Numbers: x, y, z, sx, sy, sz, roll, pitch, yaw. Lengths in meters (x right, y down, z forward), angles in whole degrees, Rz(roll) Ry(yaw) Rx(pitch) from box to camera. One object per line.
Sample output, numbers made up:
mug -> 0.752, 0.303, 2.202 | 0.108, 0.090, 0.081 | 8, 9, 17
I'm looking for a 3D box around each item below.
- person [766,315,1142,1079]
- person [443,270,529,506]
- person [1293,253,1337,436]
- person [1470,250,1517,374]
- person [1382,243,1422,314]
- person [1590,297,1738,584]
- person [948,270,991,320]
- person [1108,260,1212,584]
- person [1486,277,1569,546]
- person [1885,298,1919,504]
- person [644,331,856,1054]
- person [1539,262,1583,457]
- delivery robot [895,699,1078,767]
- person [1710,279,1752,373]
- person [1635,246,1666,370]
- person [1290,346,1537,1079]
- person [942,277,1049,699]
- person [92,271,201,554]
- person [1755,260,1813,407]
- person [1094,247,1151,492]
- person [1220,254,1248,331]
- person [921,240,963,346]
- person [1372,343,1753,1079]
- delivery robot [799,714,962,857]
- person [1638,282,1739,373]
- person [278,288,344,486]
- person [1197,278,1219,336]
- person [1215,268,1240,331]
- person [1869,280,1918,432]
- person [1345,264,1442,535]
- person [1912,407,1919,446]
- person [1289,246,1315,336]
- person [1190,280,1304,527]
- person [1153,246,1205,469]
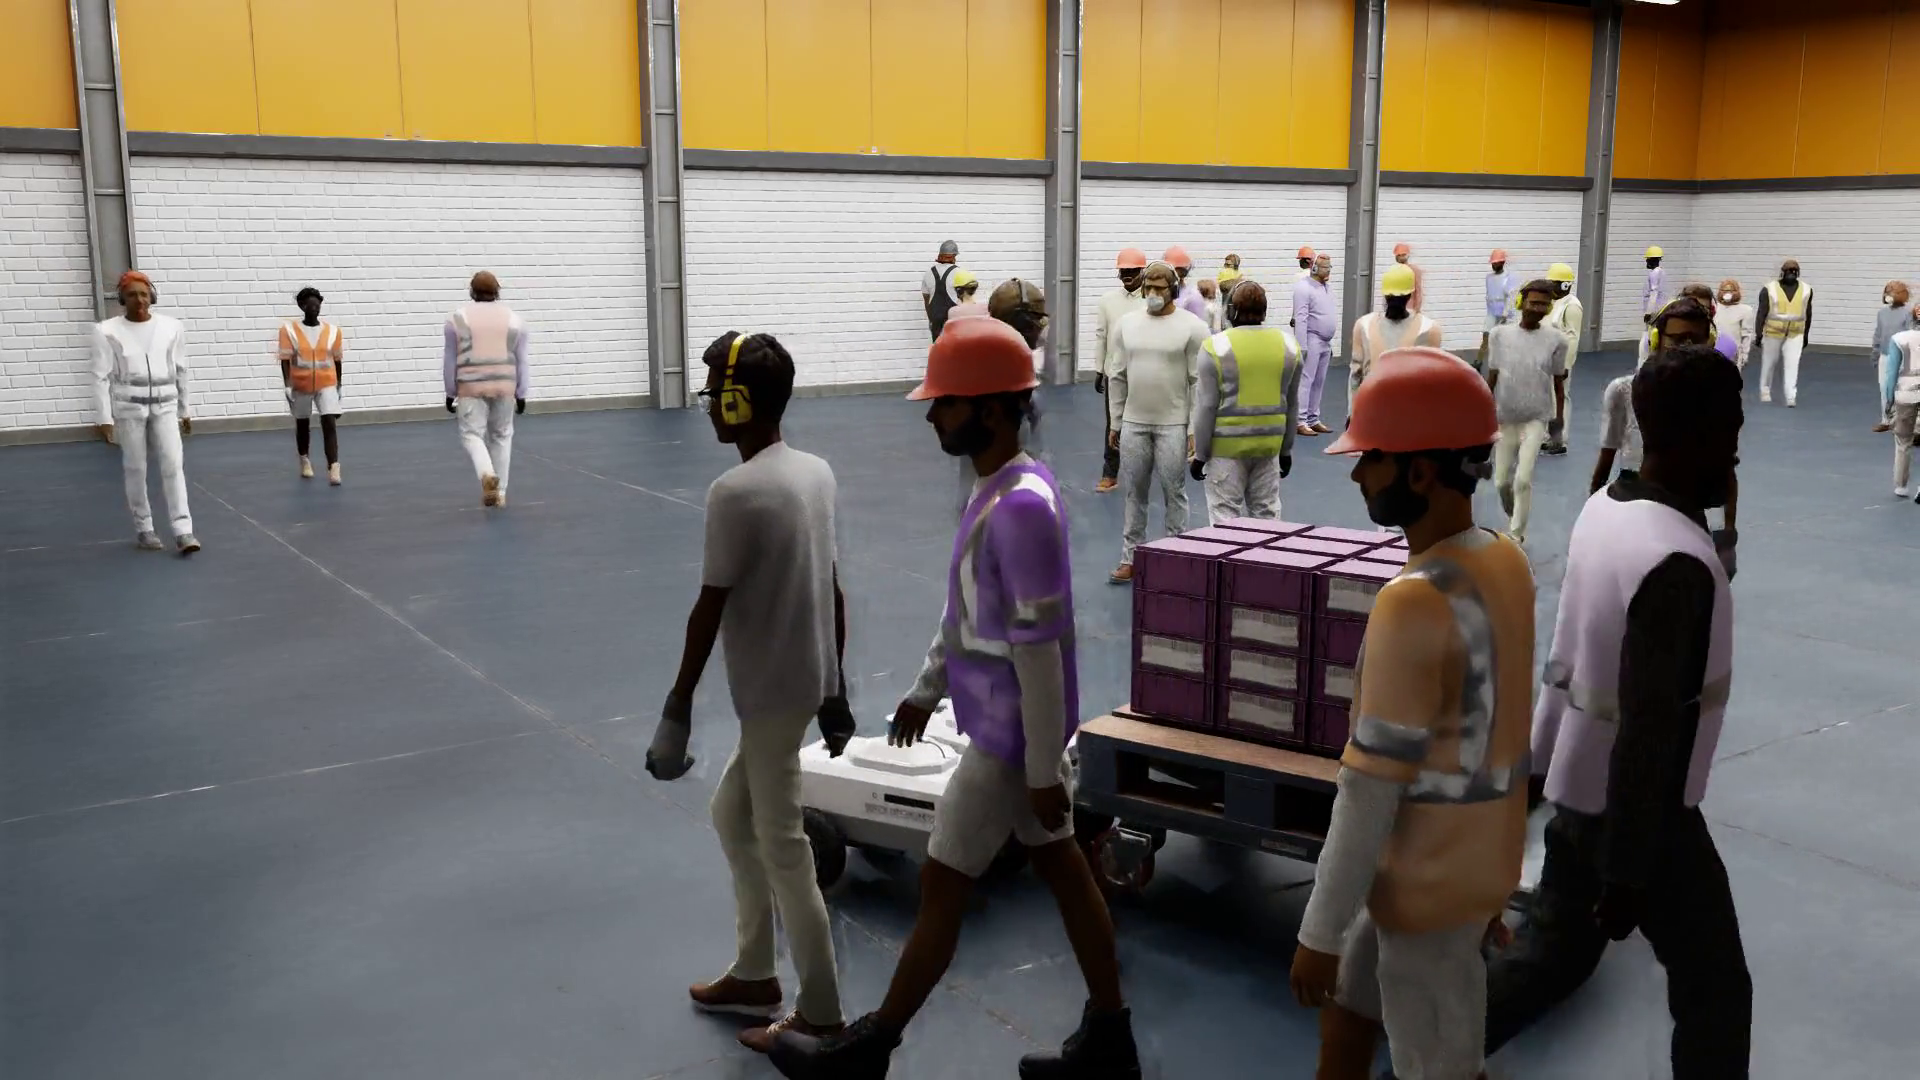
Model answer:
person -> 0.001, 0.424, 3.951 | 0.981, 1.886, 0.561 | 1, 10, 3
person -> -3.576, -1.125, 12.628 | 0.631, 1.830, 0.662 | -5, 12, -27
person -> 3.755, -2.054, 17.507 | 0.405, 1.904, 0.652 | 8, 13, 39
person -> 8.113, -3.429, 25.118 | 1.029, 1.871, 0.559 | -8, 13, -39
person -> 6.853, -3.622, 25.881 | 0.437, 1.978, 0.657 | -9, 14, -40
person -> 2.700, 0.006, 6.391 | 0.566, 1.839, 0.715 | 2, 10, 9
person -> 0.071, -1.691, 15.902 | 0.523, 1.768, 0.325 | -9, 14, -41
person -> 1.167, -0.679, 9.877 | 0.631, 1.939, 0.372 | 5, 12, 27
person -> 3.605, -0.765, 10.668 | 0.523, 1.827, 0.809 | 5, 11, 25
person -> 7.528, -1.094, 13.023 | 0.519, 1.609, 0.764 | 5, 12, 26
person -> -0.563, 0.409, 4.185 | 0.674, 1.848, 0.521 | 3, 11, 16
person -> 5.652, -1.712, 15.821 | 0.404, 1.836, 0.590 | -1, 10, -6
delivery robot -> 0.105, 0.726, 5.709 | 0.707, 0.478, 0.477 | 10, 14, 43
person -> 8.295, -2.011, 18.044 | 0.511, 1.627, 0.289 | 8, 13, 38
person -> 10.770, -3.595, 25.889 | 0.369, 1.928, 0.585 | 6, 12, 31
person -> 0.821, 0.604, 3.032 | 0.918, 1.900, 0.560 | 6, 12, 30
person -> 0.197, -0.074, 6.621 | 0.441, 1.920, 0.652 | 0, 10, 3
person -> -5.280, -0.807, 10.824 | 0.602, 1.841, 0.903 | -8, 13, -38
person -> 10.208, -2.572, 20.652 | 0.646, 1.801, 0.962 | 2, 11, 13
person -> 1.377, -1.368, 13.491 | 0.611, 1.996, 0.378 | 4, 11, 21
person -> 3.843, -3.096, 23.406 | 0.332, 1.842, 0.506 | -6, 12, -31
person -> -0.131, -2.938, 21.977 | 0.684, 2.000, 0.538 | 5, 12, 27
person -> 1.329, 0.531, 3.449 | 0.914, 1.881, 0.590 | 1, 10, 4
delivery robot -> -0.182, 0.798, 5.317 | 0.707, 0.478, 0.477 | 6, 12, 28
person -> 4.455, -0.682, 10.257 | 0.567, 1.810, 0.882 | 5, 12, 26
person -> -5.503, -1.314, 14.130 | 0.528, 1.658, 0.874 | -5, 12, -26
person -> 2.802, -2.106, 18.572 | 0.608, 1.623, 0.520 | 3, 11, 18
person -> 3.212, -2.299, 19.354 | 0.533, 1.713, 0.527 | 0, 10, -1
person -> 9.851, -1.931, 17.604 | 0.365, 1.616, 0.532 | -3, 11, -15
person -> 2.865, -0.868, 10.995 | 0.627, 1.906, 0.498 | 5, 12, 27
person -> 9.871, -1.842, 16.503 | 0.987, 1.858, 0.640 | -5, 11, -24
person -> 5.017, -3.299, 24.239 | 0.547, 1.938, 0.359 | -8, 13, -37
person -> 1.539, -0.485, 9.079 | 0.634, 1.842, 0.429 | -3, 11, -18
person -> 1.907, -1.640, 15.021 | 1.016, 1.999, 0.619 | -5, 12, -27
